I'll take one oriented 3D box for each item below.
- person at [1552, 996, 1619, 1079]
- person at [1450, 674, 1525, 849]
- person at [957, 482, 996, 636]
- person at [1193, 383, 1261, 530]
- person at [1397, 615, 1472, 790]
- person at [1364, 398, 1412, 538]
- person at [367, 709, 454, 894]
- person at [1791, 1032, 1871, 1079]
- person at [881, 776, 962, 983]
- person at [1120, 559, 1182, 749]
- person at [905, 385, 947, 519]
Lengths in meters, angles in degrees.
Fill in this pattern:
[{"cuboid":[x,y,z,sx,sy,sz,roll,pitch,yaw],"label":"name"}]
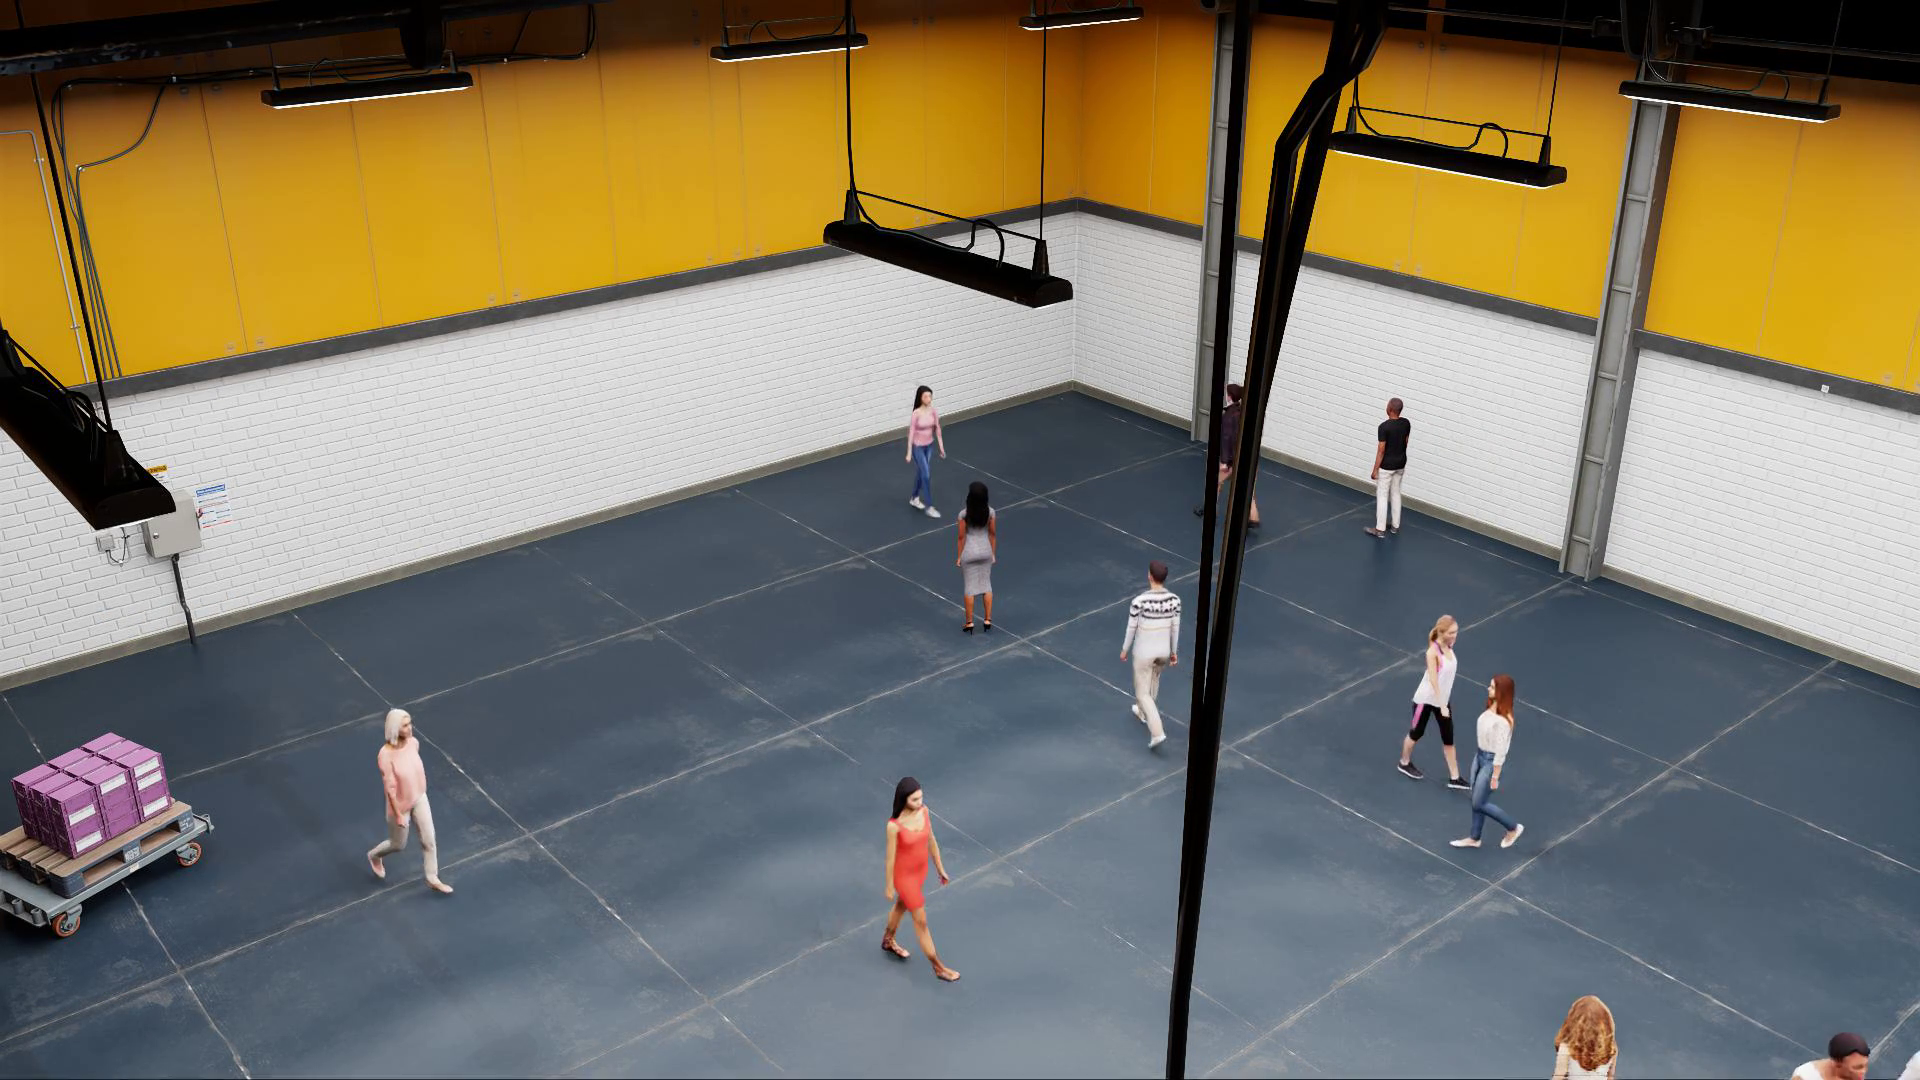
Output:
[{"cuboid":[3.900,3.674,10.372,1.084,1.717,1.154,2,24,4],"label":"person"},{"cuboid":[4.646,1.936,14.344,0.917,1.718,0.861,2,24,4],"label":"person"},{"cuboid":[0.183,0.193,18.256,0.663,1.780,0.659,-6,24,-13],"label":"person"},{"cuboid":[3.477,-0.993,20.841,0.724,1.882,1.220,-19,30,-37],"label":"person"},{"cuboid":[4.273,1.466,15.379,0.621,1.751,1.004,-20,31,-38],"label":"person"},{"cuboid":[5.377,-0.913,20.754,0.709,1.805,0.675,-12,26,-25],"label":"person"},{"cuboid":[-4.674,2.173,13.824,1.116,1.701,0.870,11,26,23],"label":"person"},{"cuboid":[5.278,3.704,10.376,0.955,1.659,1.088,-3,24,-7],"label":"person"},{"cuboid":[-0.453,2.578,12.926,1.114,1.678,0.761,16,28,33],"label":"person"},{"cuboid":[1.877,1.106,16.076,0.917,1.853,1.218,-10,26,-22],"label":"person"},{"cuboid":[-0.536,-1.199,21.516,0.596,1.719,0.915,-21,32,-40],"label":"person"}]
